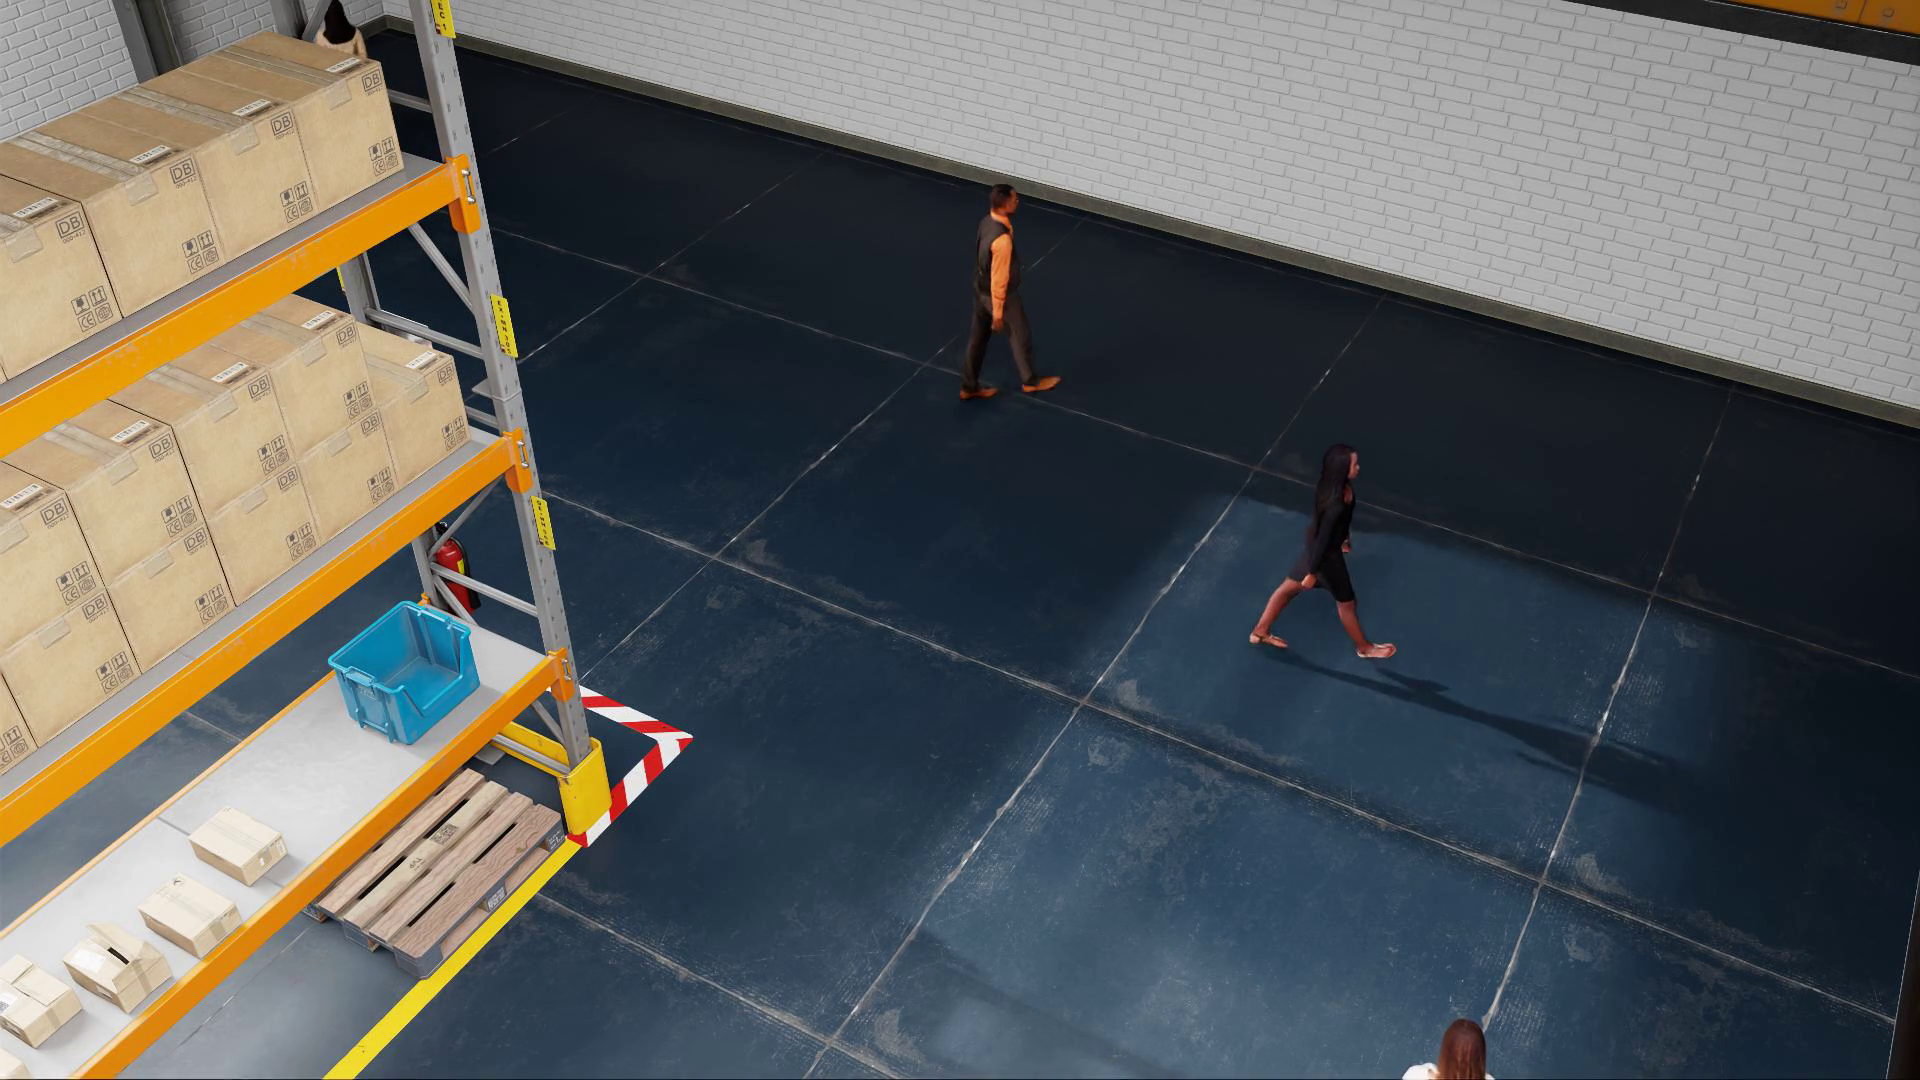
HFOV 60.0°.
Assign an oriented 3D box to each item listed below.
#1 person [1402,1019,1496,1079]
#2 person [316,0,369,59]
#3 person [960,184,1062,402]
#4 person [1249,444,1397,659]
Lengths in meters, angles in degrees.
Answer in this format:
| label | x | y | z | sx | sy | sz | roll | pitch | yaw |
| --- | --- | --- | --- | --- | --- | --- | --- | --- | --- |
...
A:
| label | x | y | z | sx | sy | sz | roll | pitch | yaw |
| --- | --- | --- | --- | --- | --- | --- | --- | --- | --- |
| person | 2.131 | 2.729 | 7.456 | 0.688 | 1.693 | 0.668 | 6 | 39 | 7 |
| person | -6.081 | -4.526 | 16.565 | 1.003 | 1.663 | 1.002 | -17 | 42 | -20 |
| person | 0.186 | -1.897 | 13.100 | 1.193 | 1.879 | 1.122 | -10 | 40 | -13 |
| person | 2.256 | 0.112 | 10.757 | 0.961 | 1.663 | 1.202 | 7 | 39 | 8 |
